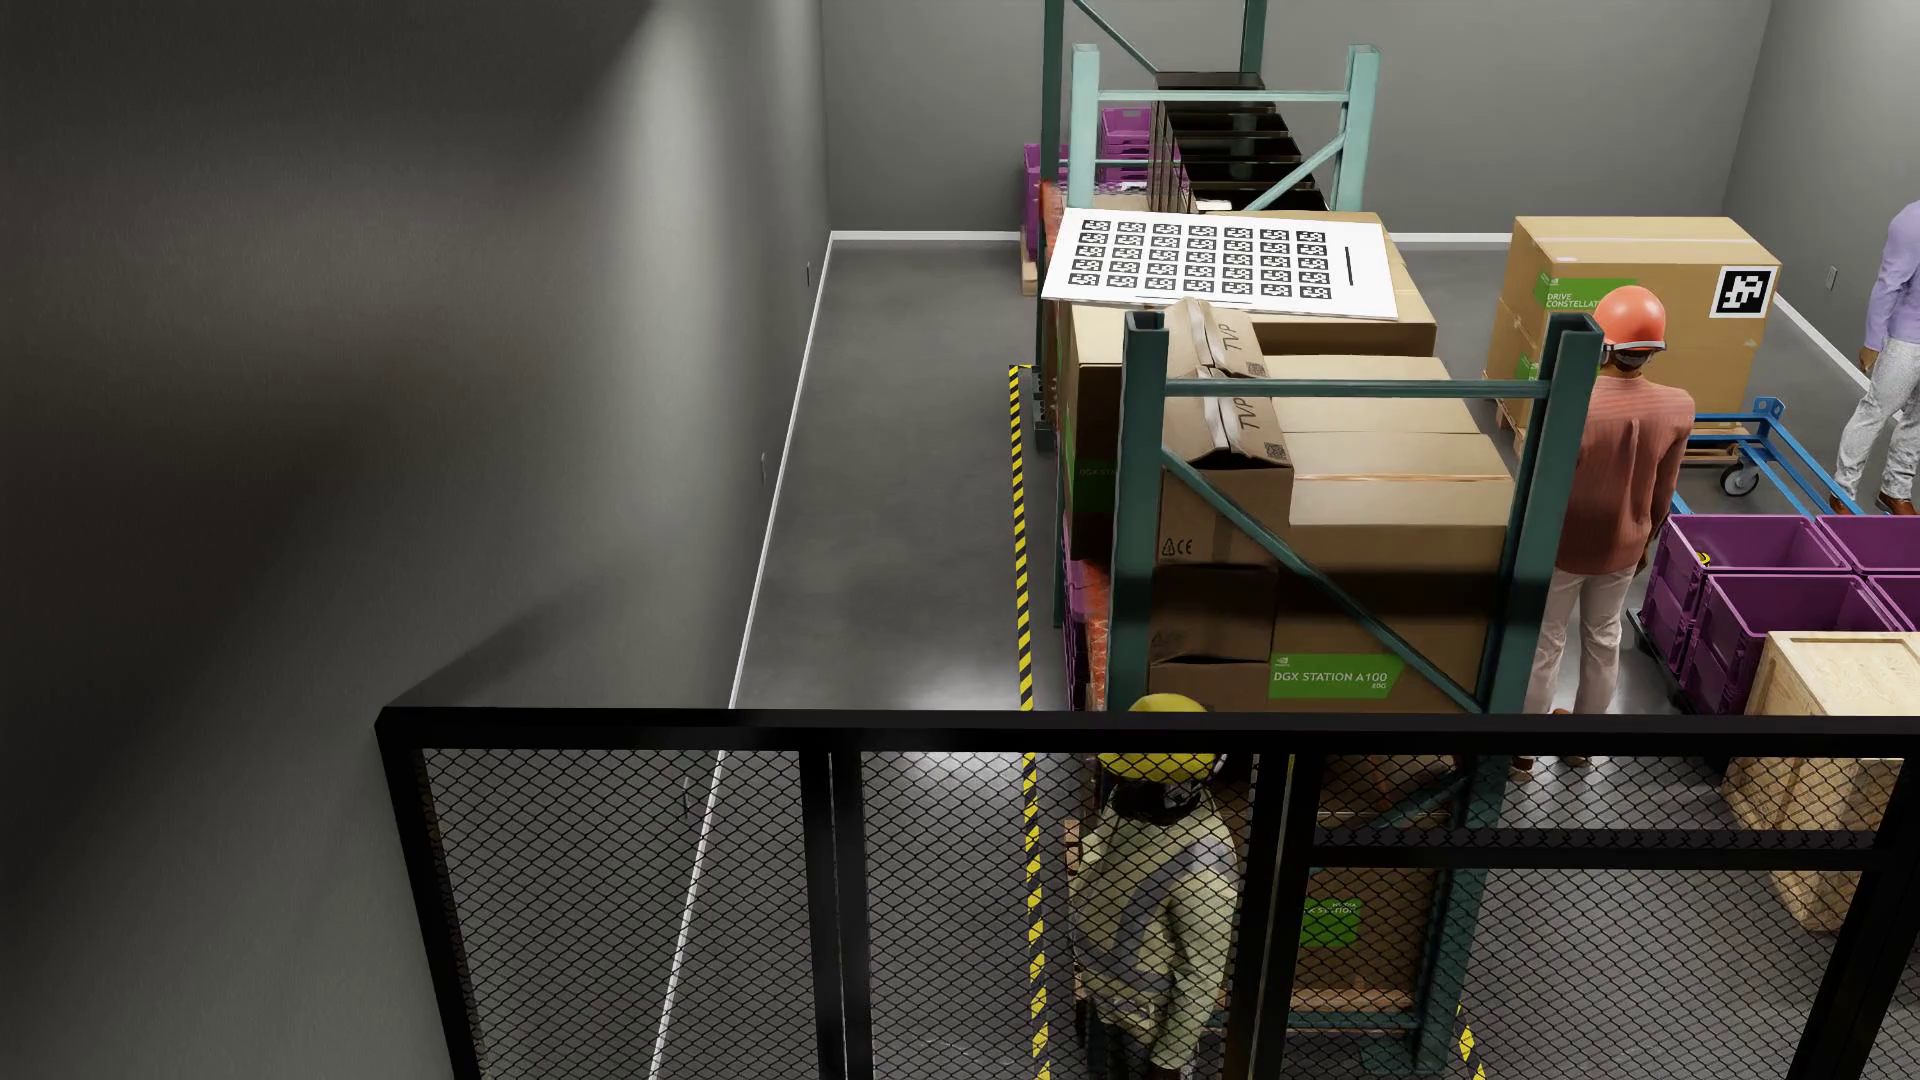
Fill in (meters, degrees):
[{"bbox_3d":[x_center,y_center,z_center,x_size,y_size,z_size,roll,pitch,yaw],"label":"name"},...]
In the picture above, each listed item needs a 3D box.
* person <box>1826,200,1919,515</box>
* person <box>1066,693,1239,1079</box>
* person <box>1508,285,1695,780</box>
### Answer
[{"bbox_3d":[4.530,-0.939,7.775,0.638,1.936,0.356,-1,31,-2],"label":"person"},{"bbox_3d":[0.484,1.151,4.401,0.404,1.836,0.590,-6,32,-10],"label":"person"},{"bbox_3d":[2.301,0.008,6.147,0.609,1.995,0.378,-7,32,-11],"label":"person"}]
